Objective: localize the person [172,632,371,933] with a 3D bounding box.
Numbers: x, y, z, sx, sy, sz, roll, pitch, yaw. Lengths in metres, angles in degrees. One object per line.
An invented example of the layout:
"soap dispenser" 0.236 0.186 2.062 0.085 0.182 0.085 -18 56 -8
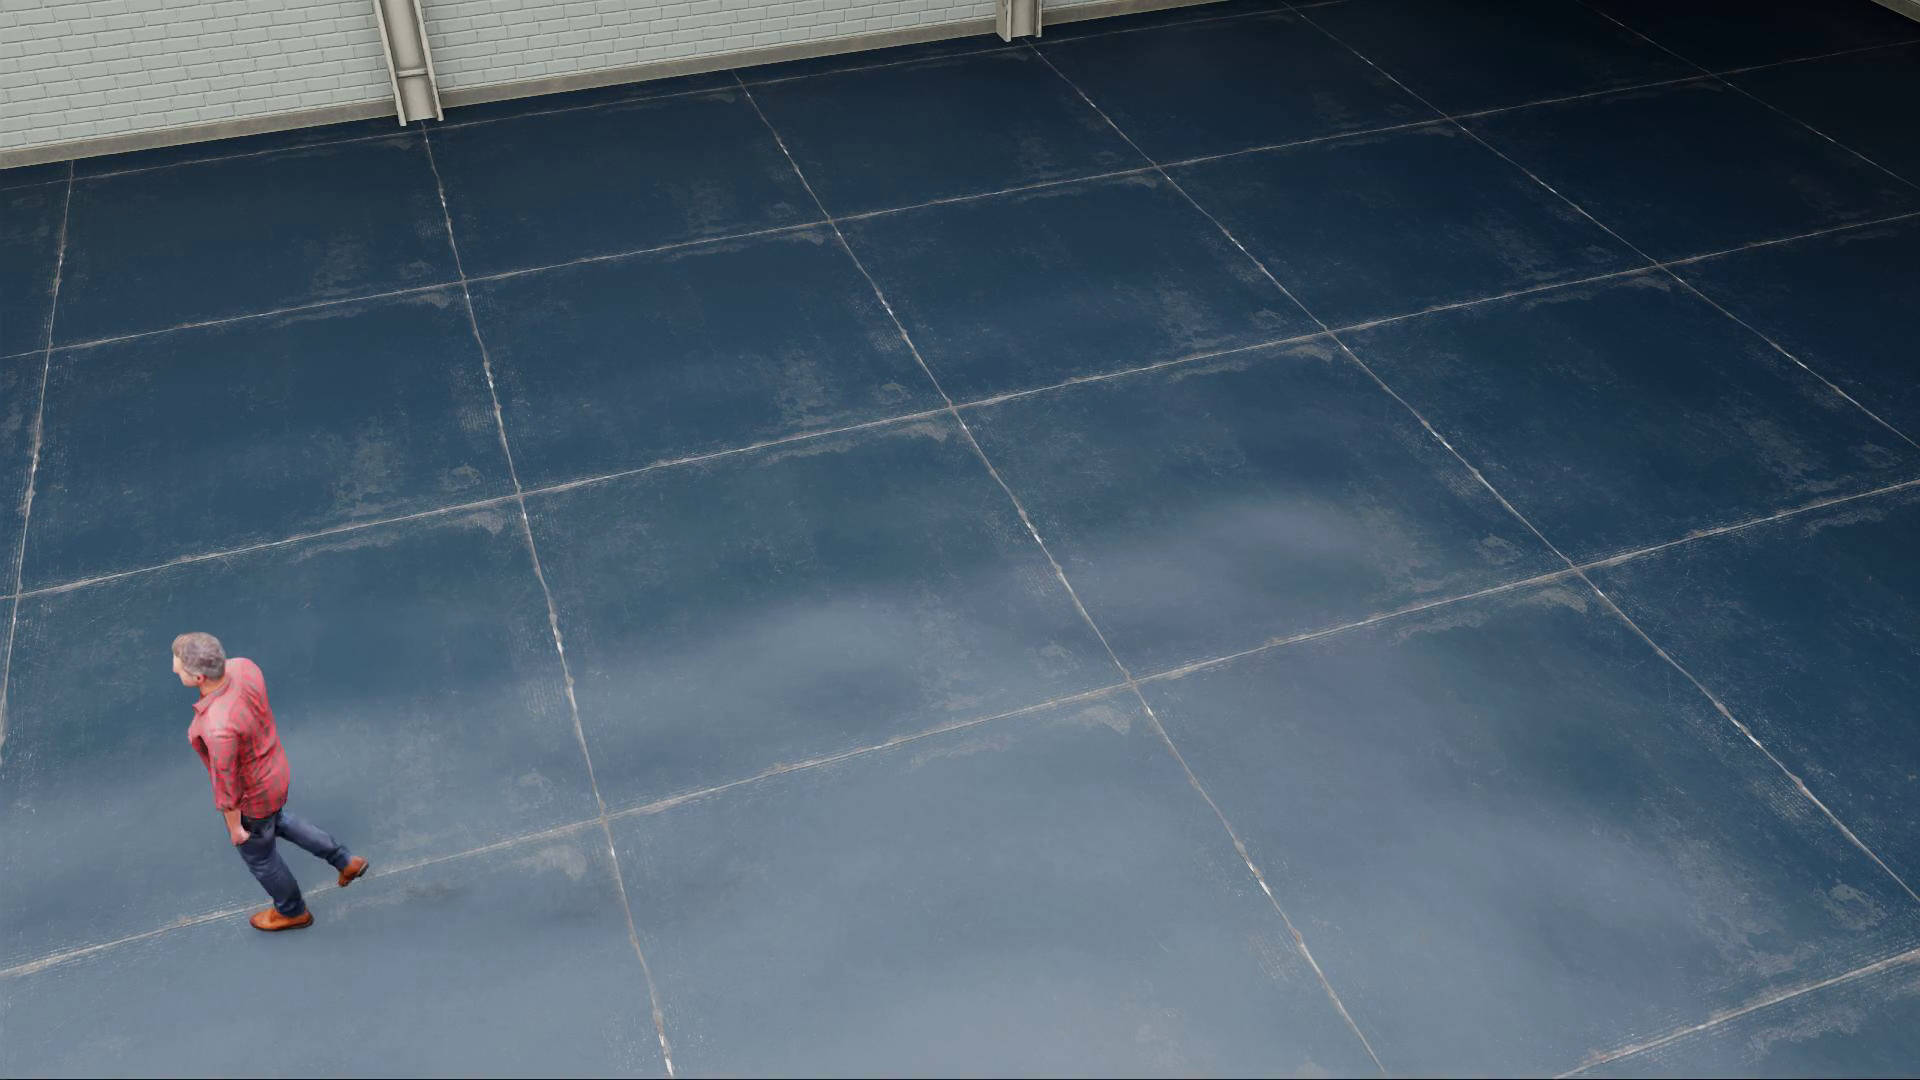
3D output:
"person" -3.127 1.110 7.571 0.937 1.813 0.844 0 38 -1
